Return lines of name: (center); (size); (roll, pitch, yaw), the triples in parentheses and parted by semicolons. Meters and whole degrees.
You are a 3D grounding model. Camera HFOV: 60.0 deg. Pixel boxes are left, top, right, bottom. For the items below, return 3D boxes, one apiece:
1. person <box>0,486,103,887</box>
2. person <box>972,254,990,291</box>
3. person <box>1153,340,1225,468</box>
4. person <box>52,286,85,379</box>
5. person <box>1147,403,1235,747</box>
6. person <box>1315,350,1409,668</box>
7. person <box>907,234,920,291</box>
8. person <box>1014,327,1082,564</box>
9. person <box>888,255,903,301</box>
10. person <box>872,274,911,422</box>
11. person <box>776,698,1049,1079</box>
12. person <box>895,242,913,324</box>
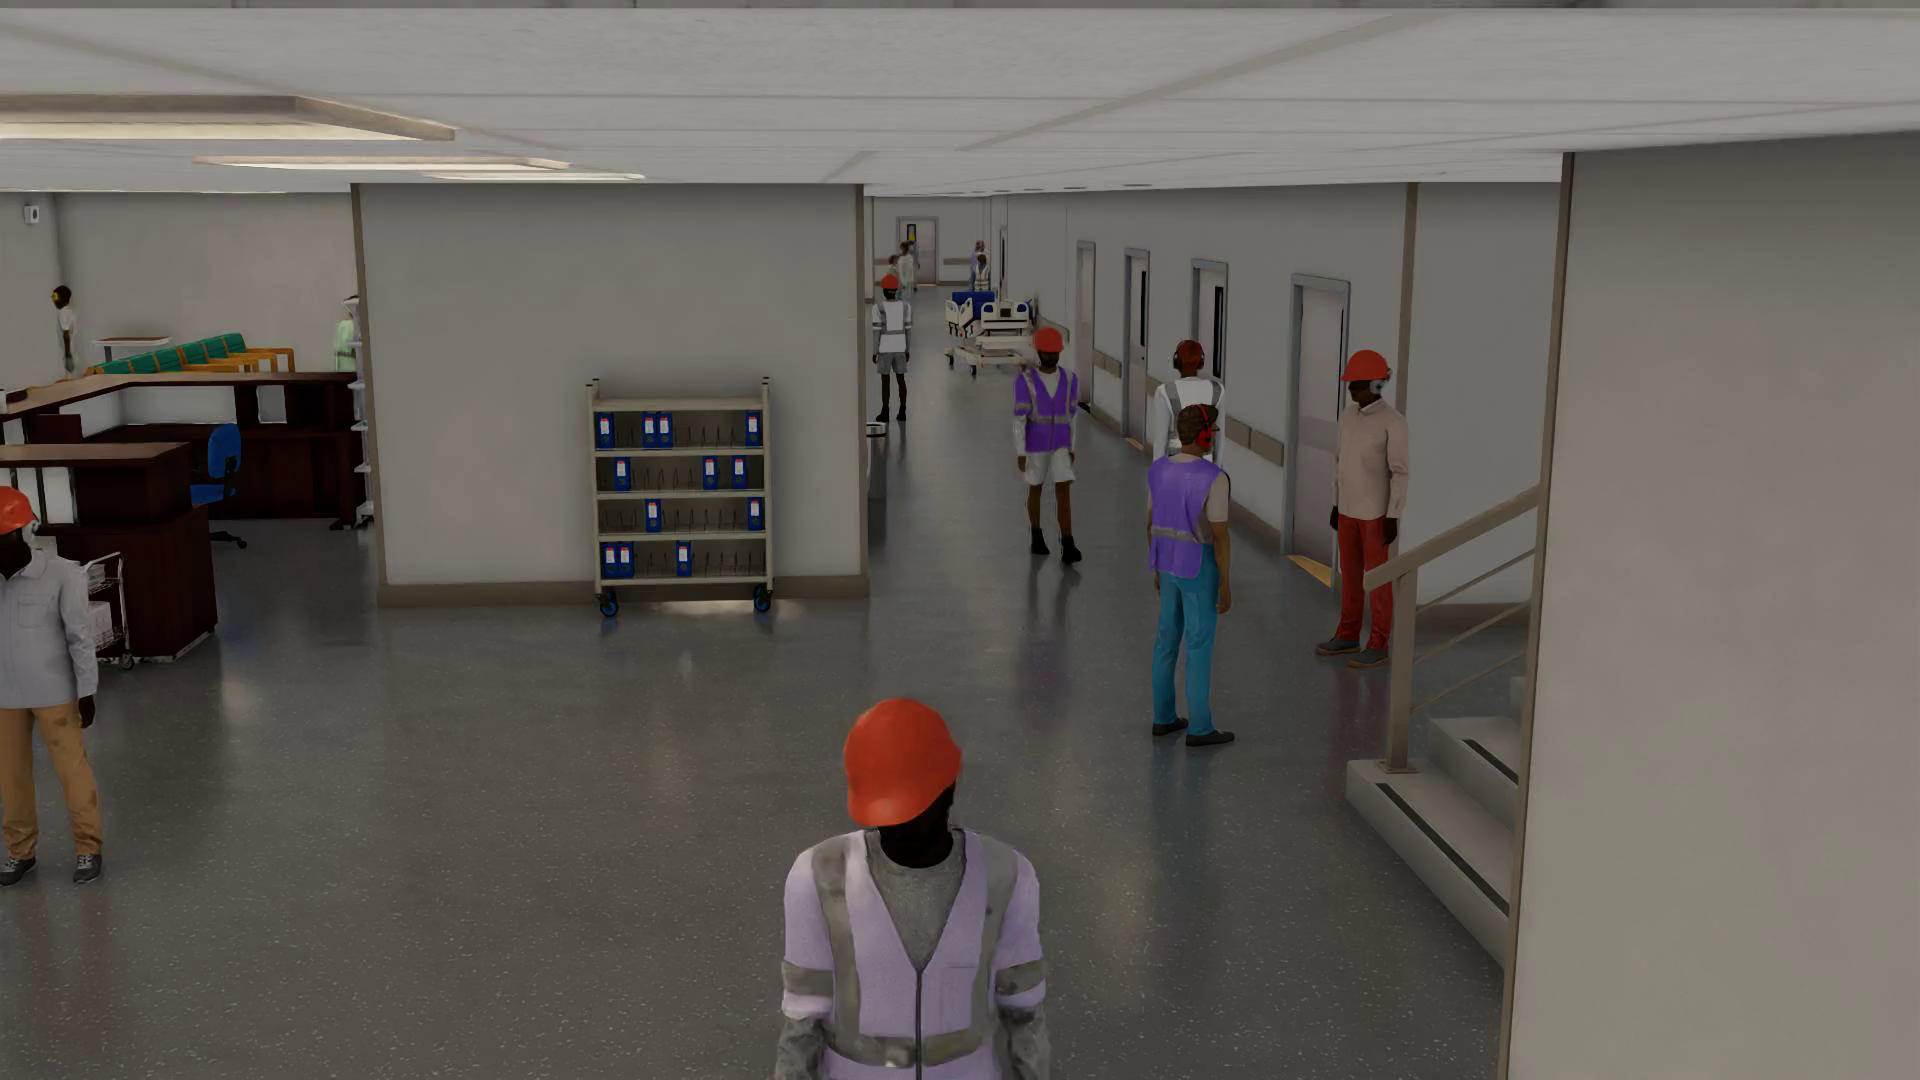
person: (-3.946, 0.626, 7.037); (0.563, 1.742, 0.361); (-1, 12, -5)
person: (0.524, -5.921, 39.278); (0.515, 1.640, 0.315); (4, 12, 19)
person: (1.705, -0.557, 12.464); (0.584, 1.882, 0.337); (-4, 12, -17)
person: (-11.295, -2.290, 21.079); (0.341, 1.835, 0.675); (-3, 12, -13)
person: (1.220, 0.189, 8.918); (0.389, 1.846, 0.564); (-9, 15, -38)
person: (2.532, -0.198, 10.443); (0.390, 1.991, 0.626); (-5, 13, -25)
person: (-1.561, -8.910, 53.437); (0.588, 1.822, 0.403); (-2, 12, -10)
person: (0.724, -0.752, 13.397); (0.564, 1.888, 0.963); (-3, 12, -14)
person: (-1.491, -6.059, 40.021); (0.671, 1.601, 0.548); (1, 12, 5)
person: (-0.912, -2.528, 21.962); (0.545, 1.942, 0.350); (-5, 13, -24)
person: (-0.115, 1.249, 3.578); (0.660, 1.920, 0.452); (-2, 12, -10)
person: (-1.347, -6.050, 39.222); (0.498, 1.921, 0.648); (-4, 12, -20)
